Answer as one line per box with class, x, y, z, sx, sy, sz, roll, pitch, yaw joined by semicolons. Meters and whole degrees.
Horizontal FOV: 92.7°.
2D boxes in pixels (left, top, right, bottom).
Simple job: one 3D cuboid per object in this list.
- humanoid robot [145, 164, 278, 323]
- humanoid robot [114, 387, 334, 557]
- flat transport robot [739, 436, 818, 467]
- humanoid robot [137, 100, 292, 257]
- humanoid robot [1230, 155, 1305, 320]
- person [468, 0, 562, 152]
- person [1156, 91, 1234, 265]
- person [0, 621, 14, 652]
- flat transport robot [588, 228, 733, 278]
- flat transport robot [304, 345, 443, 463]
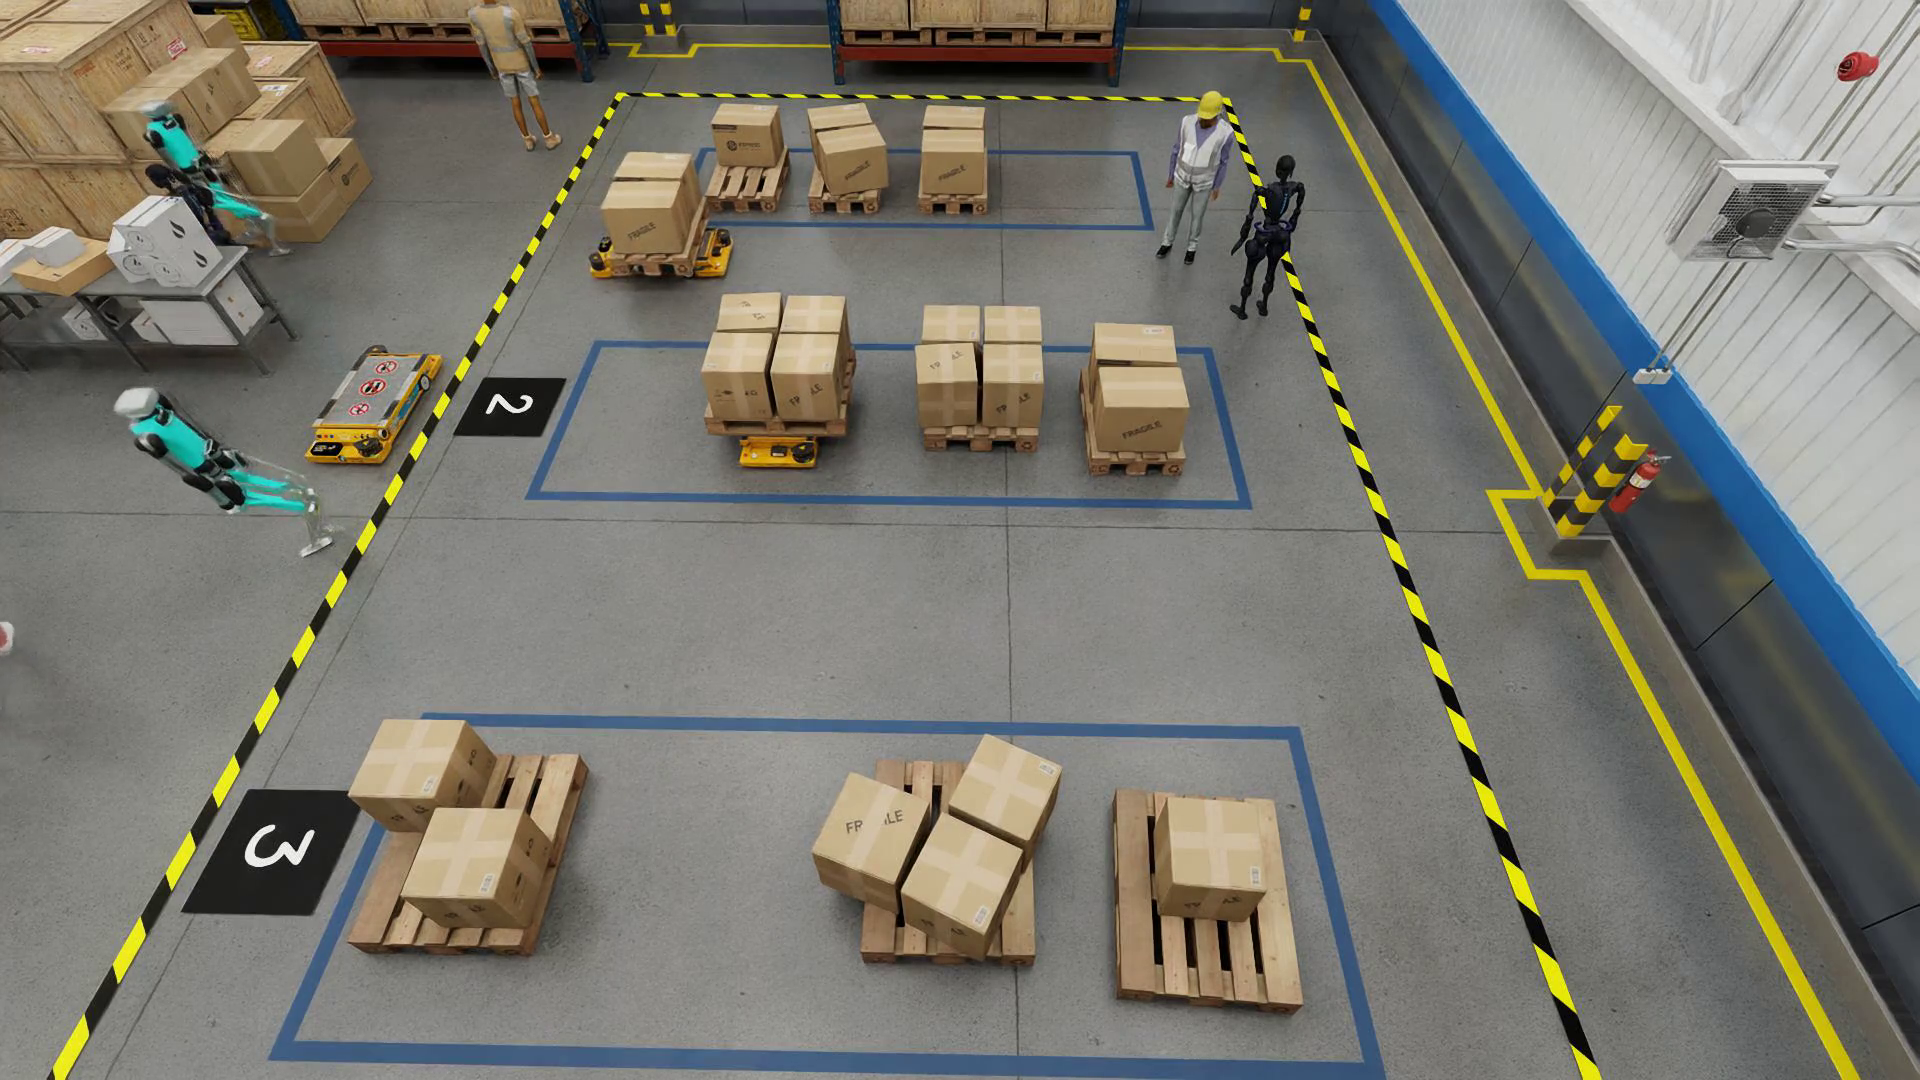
humanoid robot;-7.213;-2.814;8.829;0.386;1.648;0.584;1;50;1
humanoid robot;-5.242;-0.460;6.815;0.810;1.794;0.535;-18;52;-15
flat transport robot;-1.582;-1.235;8.394;0.652;0.197;1.431;1;50;1
humanoid robot;-7.607;-3.643;9.505;1.044;1.738;0.555;-3;50;-3
humanoid robot;2.978;-2.927;8.914;0.599;1.653;0.315;-7;50;-6
person;-5.394;-5.749;11.072;0.614;2.039;0.387;-2;50;-2
person;2.434;-3.745;9.518;0.587;1.823;0.403;20;53;16
person;-7.078;0.308;6.047;0.607;1.889;0.724;-29;55;-22
flat transport robot;-3.255;-3.145;10.010;1.431;0.197;0.652;-1;50;-1
flat transport robot;-5.383;-1.269;8.441;0.659;0.231;1.431;1;50;1
